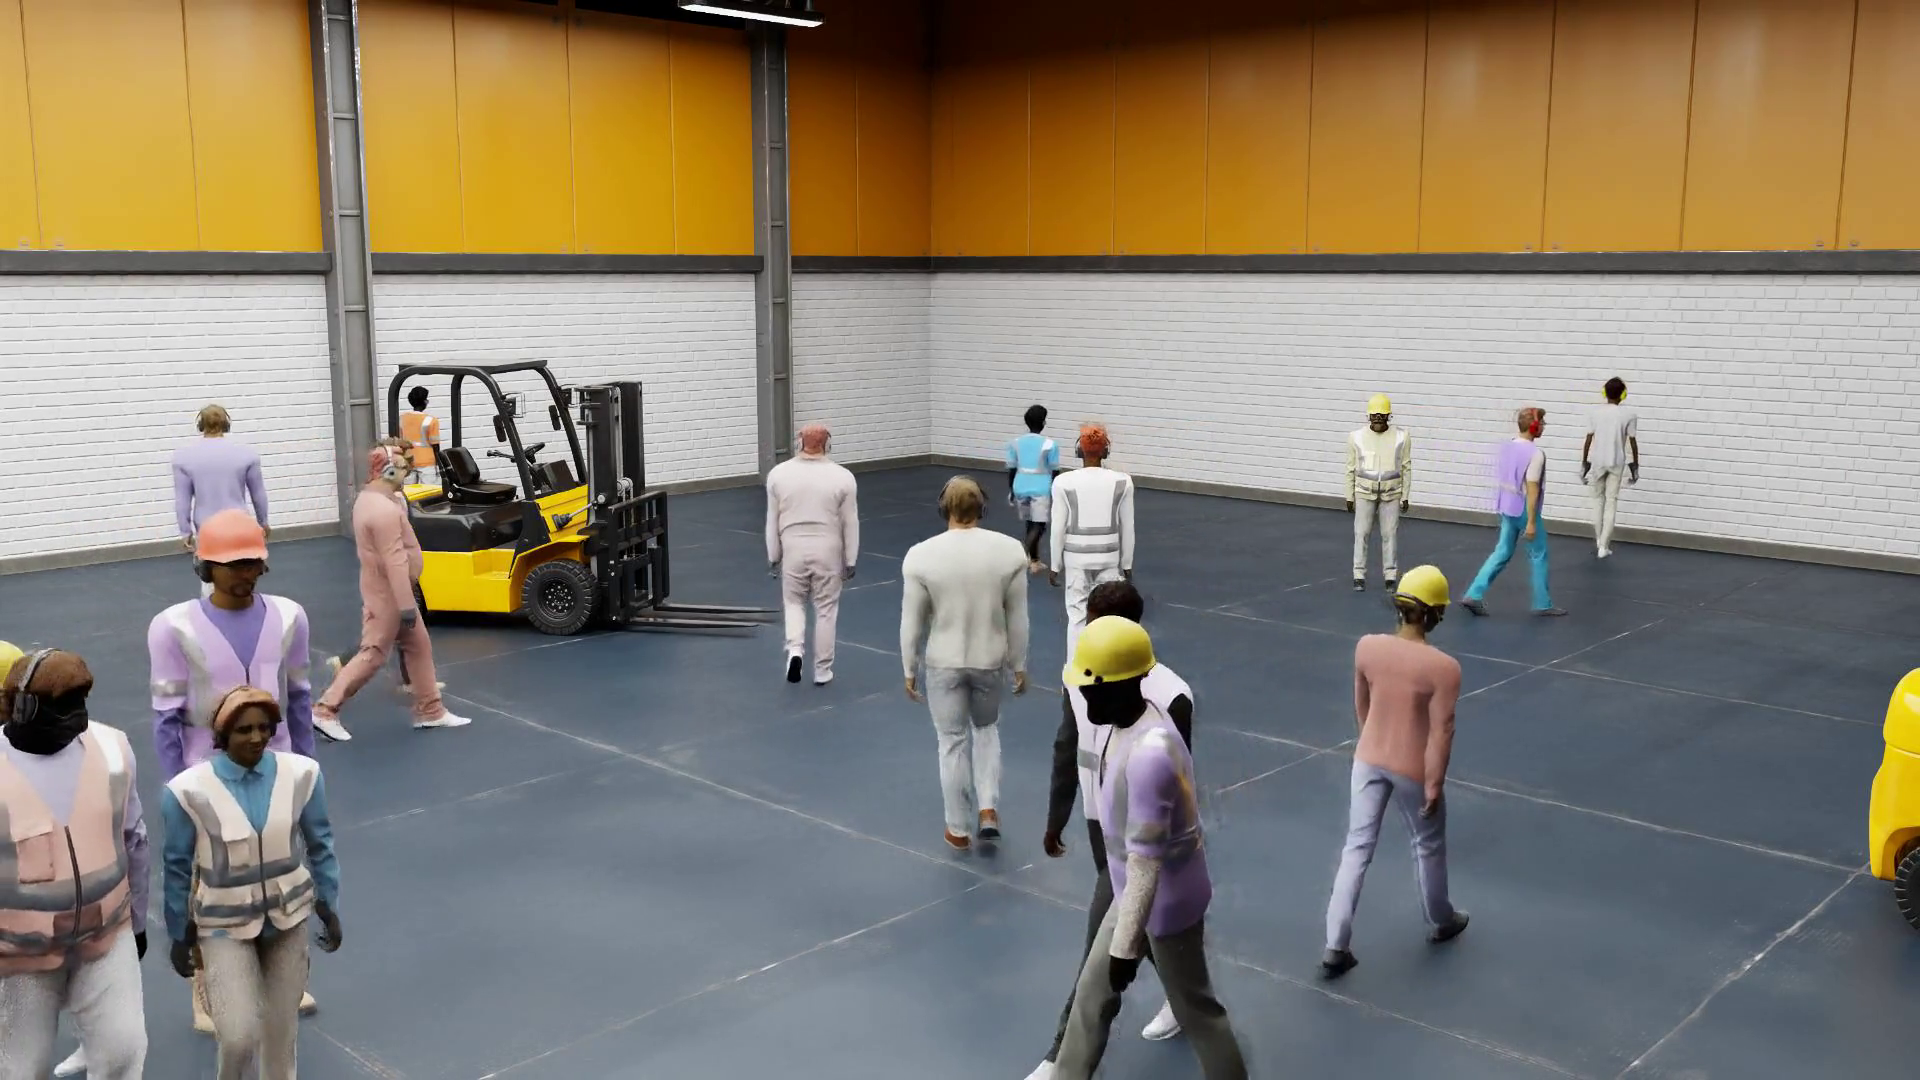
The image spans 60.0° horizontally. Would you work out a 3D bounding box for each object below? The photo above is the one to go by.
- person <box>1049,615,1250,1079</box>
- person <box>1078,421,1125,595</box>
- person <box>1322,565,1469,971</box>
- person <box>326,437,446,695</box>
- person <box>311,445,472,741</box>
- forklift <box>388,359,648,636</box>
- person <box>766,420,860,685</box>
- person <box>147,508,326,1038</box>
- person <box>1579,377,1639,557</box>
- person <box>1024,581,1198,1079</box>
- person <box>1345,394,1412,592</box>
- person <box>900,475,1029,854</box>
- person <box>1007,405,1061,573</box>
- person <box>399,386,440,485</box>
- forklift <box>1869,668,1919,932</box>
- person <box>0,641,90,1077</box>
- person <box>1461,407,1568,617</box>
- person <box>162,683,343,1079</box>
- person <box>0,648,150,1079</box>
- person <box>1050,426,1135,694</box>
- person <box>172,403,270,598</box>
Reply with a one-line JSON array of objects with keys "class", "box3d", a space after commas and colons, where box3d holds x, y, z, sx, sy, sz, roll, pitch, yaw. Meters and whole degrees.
[{"class": "person", "box3d": [0.553, 1.154, 5.360, 1.000, 1.860, 0.598, -1, 9, -6]}, {"class": "person", "box3d": [1.208, -0.238, 14.644, 0.396, 1.624, 0.537, 2, 9, 11]}, {"class": "person", "box3d": [1.866, 0.958, 7.056, 0.532, 1.715, 0.942, 8, 12, 42]}, {"class": "person", "box3d": [-3.946, 0.205, 11.349, 0.701, 1.821, 0.545, -5, 10, -27]}, {"class": "person", "box3d": [-3.650, 0.336, 10.447, 0.977, 1.861, 0.635, -4, 10, -22]}, {"class": "forklift", "box3d": [-3.850, -0.407, 13.936, 2.313, 2.155, 1.214, 2, 9, 11]}, {"class": "person", "box3d": [-1.035, 0.108, 11.689, 0.670, 1.893, 0.487, 1, 9, 4]}, {"class": "person", "box3d": [-2.787, 0.888, 6.462, 0.611, 2.044, 0.390, -9, 13, -44]}, {"class": "person", "box3d": [6.770, -0.767, 17.259, 0.538, 1.831, 0.888, 6, 11, 34]}, {"class": "person", "box3d": [0.609, 1.043, 6.114, 0.976, 1.864, 0.638, -6, 11, -34]}, {"class": "person", "box3d": [3.816, -0.427, 15.204, 0.591, 1.825, 0.403, 2, 9, 11]}, {"class": "person", "box3d": [0.014, 0.629, 8.395, 0.652, 1.928, 0.435, -2, 10, -13]}, {"class": "person", "box3d": [0.677, -0.452, 15.838, 0.538, 1.669, 0.773, 5, 10, 28]}, {"class": "person", "box3d": [-5.845, -0.817, 18.002, 0.530, 1.691, 0.321, 3, 10, 16]}, {"class": "forklift", "box3d": [5.205, 0.723, 7.013, 2.313, 2.155, 1.214, 9, 13, 43]}, {"class": "person", "box3d": [-3.323, 1.175, 5.776, 0.520, 1.681, 0.925, 4, 10, 25]}, {"class": "person", "box3d": [4.699, -0.228, 14.029, 0.920, 1.808, 0.580, -2, 10, -13]}, {"class": "person", "box3d": [-2.290, 1.267, 5.422, 0.531, 1.624, 0.379, -8, 12, -41]}, {"class": "person", "box3d": [-2.731, 1.238, 5.003, 0.544, 1.822, 0.698, 8, 12, 39]}, {"class": "person", "box3d": [0.904, 0.160, 11.407, 0.585, 1.882, 0.340, -1, 9, -6]}, {"class": "person", "box3d": [-5.749, -0.116, 13.025, 0.644, 1.915, 0.782, -2, 10, -15]}]
